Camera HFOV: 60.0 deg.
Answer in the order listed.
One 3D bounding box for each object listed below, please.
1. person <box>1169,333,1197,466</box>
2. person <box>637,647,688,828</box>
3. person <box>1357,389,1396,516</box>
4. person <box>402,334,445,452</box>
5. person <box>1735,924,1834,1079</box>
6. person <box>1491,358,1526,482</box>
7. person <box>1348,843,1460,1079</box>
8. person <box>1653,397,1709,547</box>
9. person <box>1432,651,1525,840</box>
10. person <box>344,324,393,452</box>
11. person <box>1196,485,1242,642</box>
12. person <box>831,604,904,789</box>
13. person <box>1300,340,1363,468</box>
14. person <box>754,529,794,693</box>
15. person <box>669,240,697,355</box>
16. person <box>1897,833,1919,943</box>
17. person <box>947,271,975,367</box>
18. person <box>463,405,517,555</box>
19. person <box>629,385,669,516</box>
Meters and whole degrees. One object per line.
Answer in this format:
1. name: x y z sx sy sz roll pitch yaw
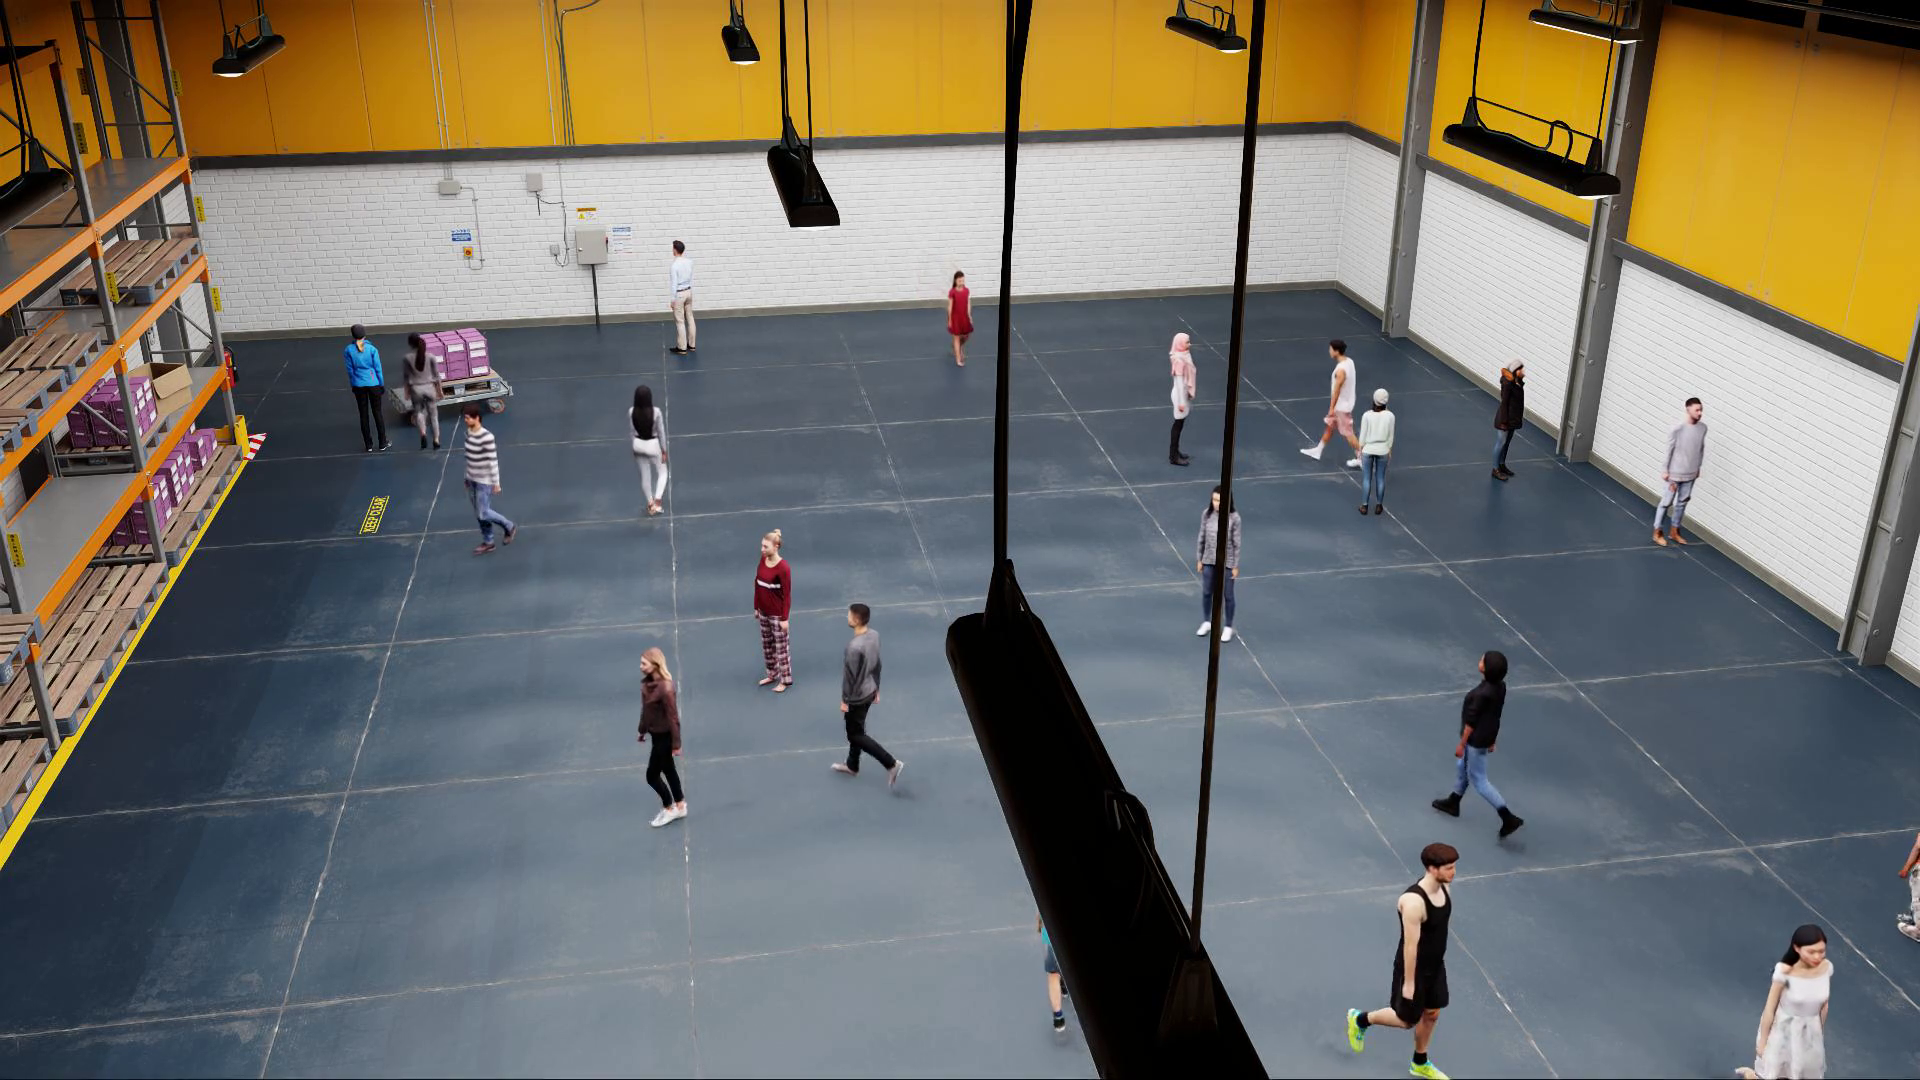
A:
1. person: 2.961 -1.909 22.387 0.764 1.804 0.640 3 24 7
2. person: -2.485 1.673 14.335 0.759 1.689 0.642 -13 27 -27
3. person: 5.190 -1.114 20.768 0.620 1.644 0.583 2 24 5
4. person: -7.349 -1.980 22.729 0.689 1.659 0.691 -4 24 -9
5. person: 5.324 3.192 10.773 0.649 1.759 0.861 -2 24 -5
6. person: 7.232 -1.620 21.937 0.794 1.634 0.743 18 29 35
7. person: 3.068 2.873 11.361 1.133 1.873 1.028 20 30 38
8. person: 8.630 -0.842 19.904 0.670 1.837 0.545 -5 24 -10
9. person: 4.494 1.753 14.168 1.108 1.677 0.999 19 30 36
10. person: -8.142 -2.098 22.831 0.637 1.795 0.545 -1 24 -3
11. person: 2.753 0.216 17.618 0.699 1.730 0.728 12 26 25
12. person: -0.826 1.413 14.863 1.021 1.744 1.042 11 26 23
13. person: 5.187 -1.764 22.164 1.168 1.717 1.215 11 26 23
14. person: -1.856 0.696 16.561 0.649 1.698 0.737 19 30 37
15. person: -4.518 -3.950 27.002 0.814 1.848 0.751 15 28 31
16. person: 7.537 2.544 12.833 0.565 1.297 0.587 -9 25 -20
17. person: -0.043 -3.562 26.498 0.659 1.539 0.790 -11 26 -24
18. person: -5.582 -0.733 19.655 0.861 1.838 0.914 20 31 38
19. person: -3.879 -1.081 20.601 0.732 1.716 0.827 3 24 6
